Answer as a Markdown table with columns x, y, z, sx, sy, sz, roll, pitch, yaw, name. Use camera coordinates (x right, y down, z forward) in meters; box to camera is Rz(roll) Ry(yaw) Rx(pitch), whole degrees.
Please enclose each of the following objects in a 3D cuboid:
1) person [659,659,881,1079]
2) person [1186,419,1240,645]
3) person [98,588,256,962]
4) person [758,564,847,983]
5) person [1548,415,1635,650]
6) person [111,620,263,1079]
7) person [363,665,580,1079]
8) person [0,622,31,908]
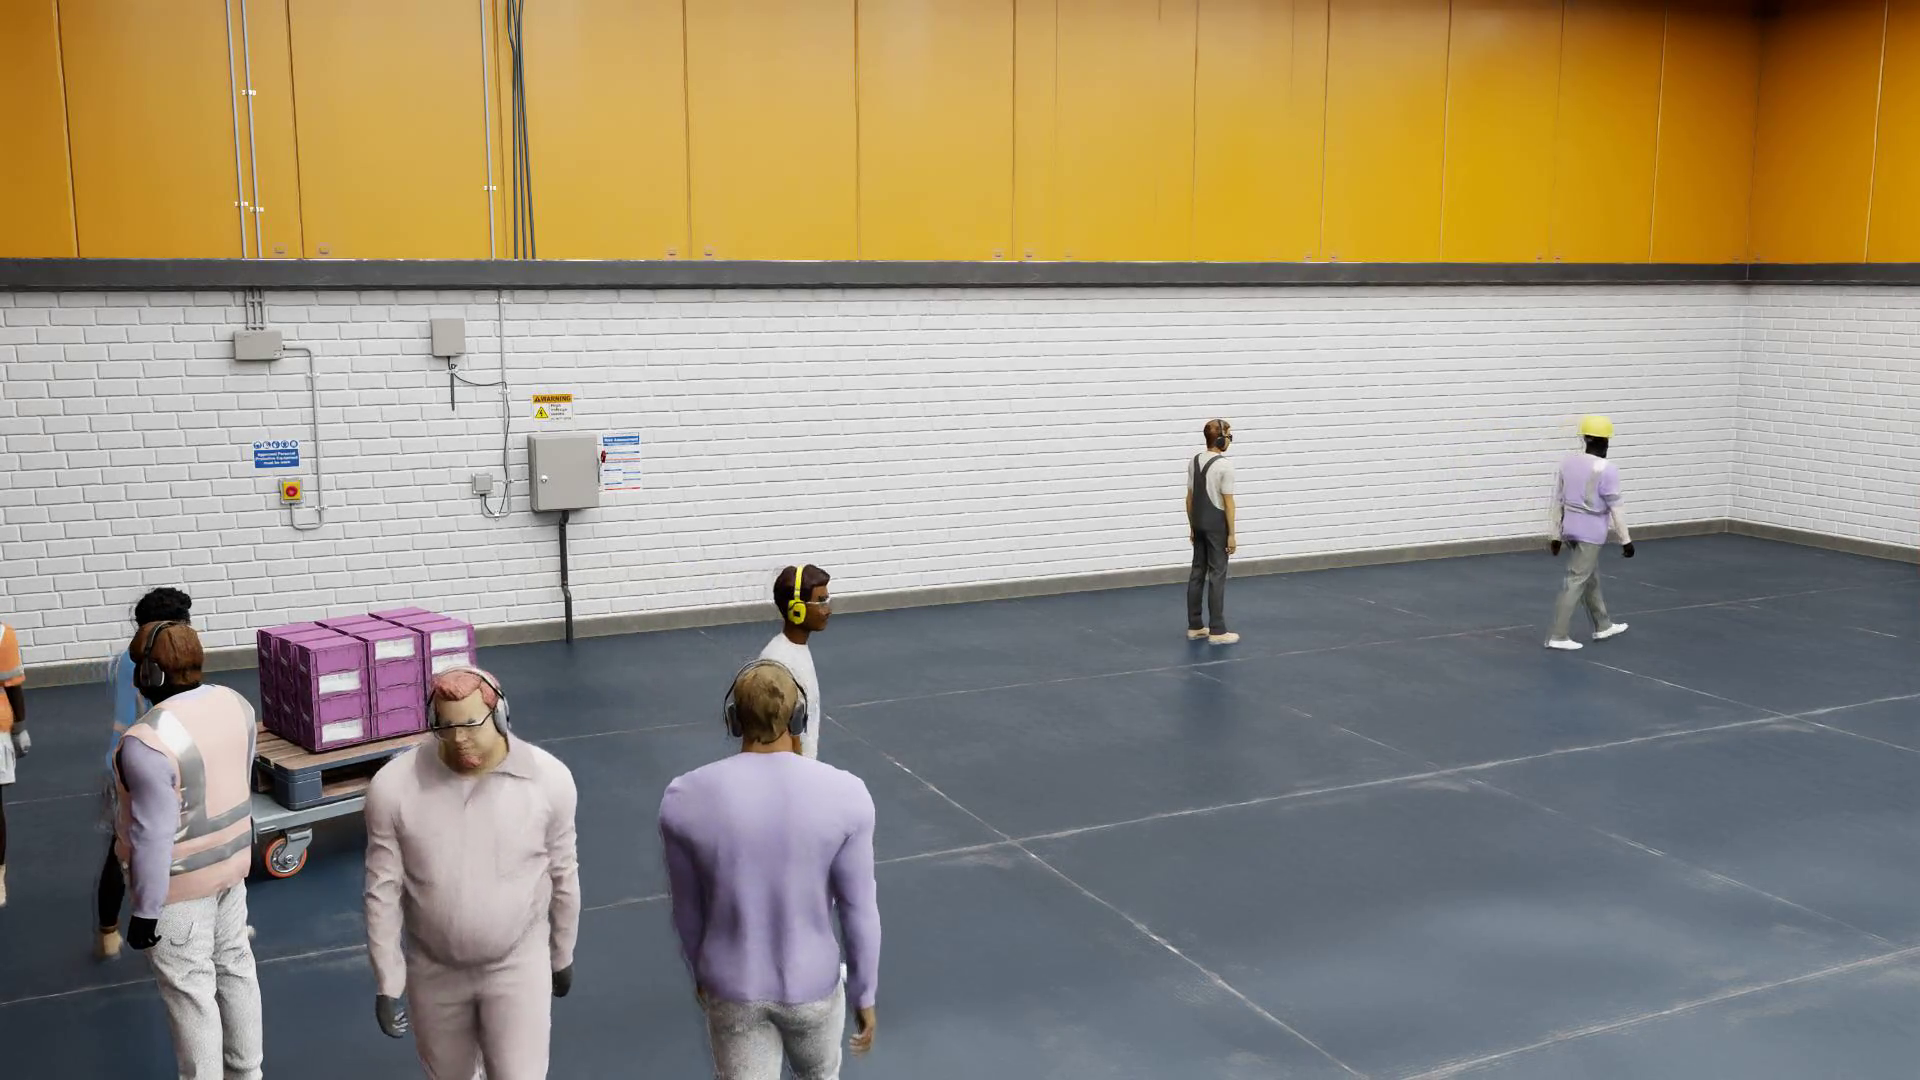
| x | y | z | sx | sy | sz | roll | pitch | yaw | name |
| --- | --- | --- | --- | --- | --- | --- | --- | --- | --- |
| -0.556 | 1.292 | 4.945 | 0.631 | 1.912 | 0.682 | -1 | 9 | -5 | person |
| 2.064 | -0.071 | 13.613 | 0.339 | 1.845 | 0.507 | -6 | 11 | -34 | person |
| -3.544 | 1.032 | 7.343 | 0.586 | 1.659 | 0.566 | 7 | 12 | 38 | person |
| -0.627 | 1.018 | 6.841 | 0.594 | 1.850 | 0.525 | 1 | 9 | 7 | person |
| 5.144 | -0.055 | 13.391 | 0.941 | 1.886 | 0.598 | -3 | 10 | -16 | person |
| -2.710 | 1.186 | 5.825 | 0.429 | 1.841 | 0.634 | 1 | 9 | 8 | person |
| -1.500 | 1.277 | 5.184 | 0.630 | 1.871 | 0.883 | -2 | 9 | -10 | person |
| -4.812 | 0.909 | 8.063 | 0.554 | 1.672 | 0.634 | -4 | 10 | -22 | person |
